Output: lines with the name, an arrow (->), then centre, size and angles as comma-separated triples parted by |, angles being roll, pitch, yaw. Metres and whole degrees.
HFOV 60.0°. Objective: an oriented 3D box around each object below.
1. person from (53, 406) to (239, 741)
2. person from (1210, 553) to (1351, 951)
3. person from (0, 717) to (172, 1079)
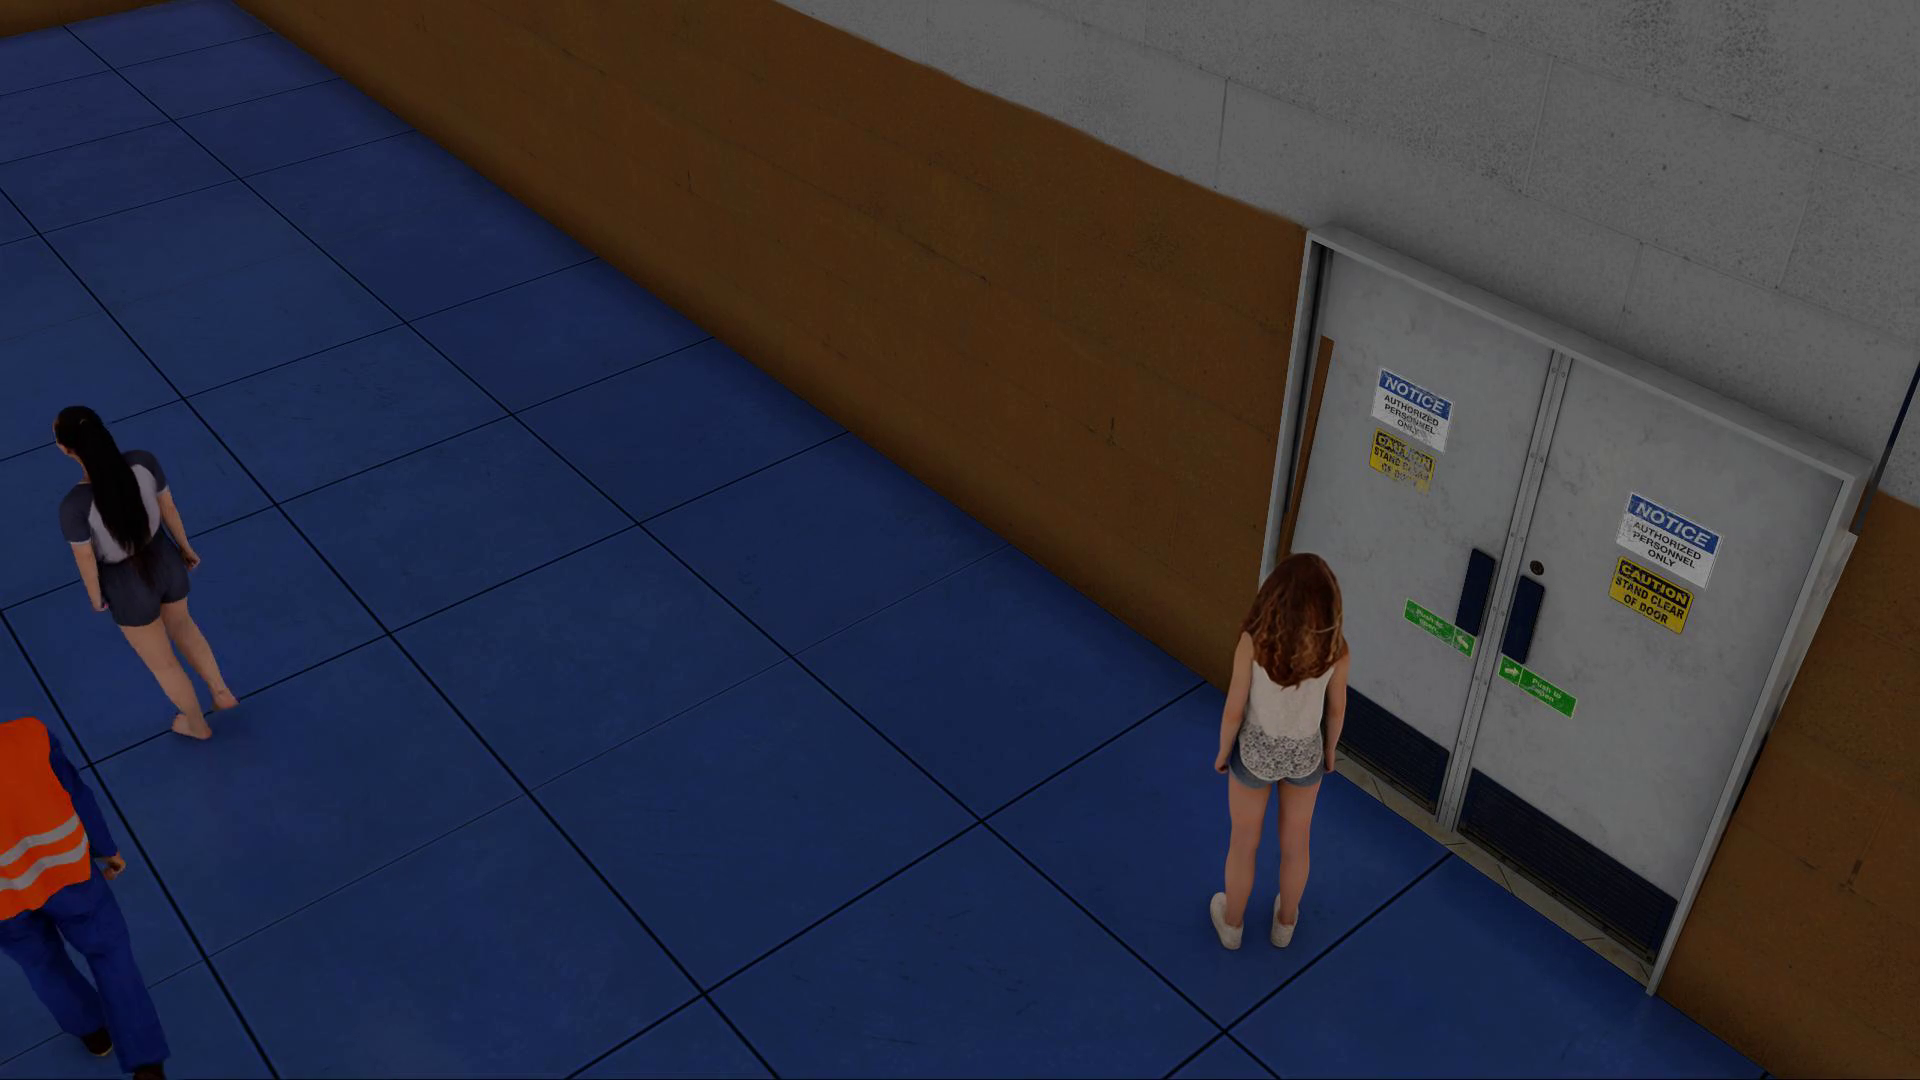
person -> -3.202, 0.182, 6.662 | 0.754, 1.642, 0.653 | 19, 41, 23
person -> 1.106, 0.775, 5.776 | 0.640, 1.759, 0.710 | 1, 37, 1
person -> -2.892, 1.135, 5.224 | 1.020, 1.844, 0.775 | -25, 43, -29
